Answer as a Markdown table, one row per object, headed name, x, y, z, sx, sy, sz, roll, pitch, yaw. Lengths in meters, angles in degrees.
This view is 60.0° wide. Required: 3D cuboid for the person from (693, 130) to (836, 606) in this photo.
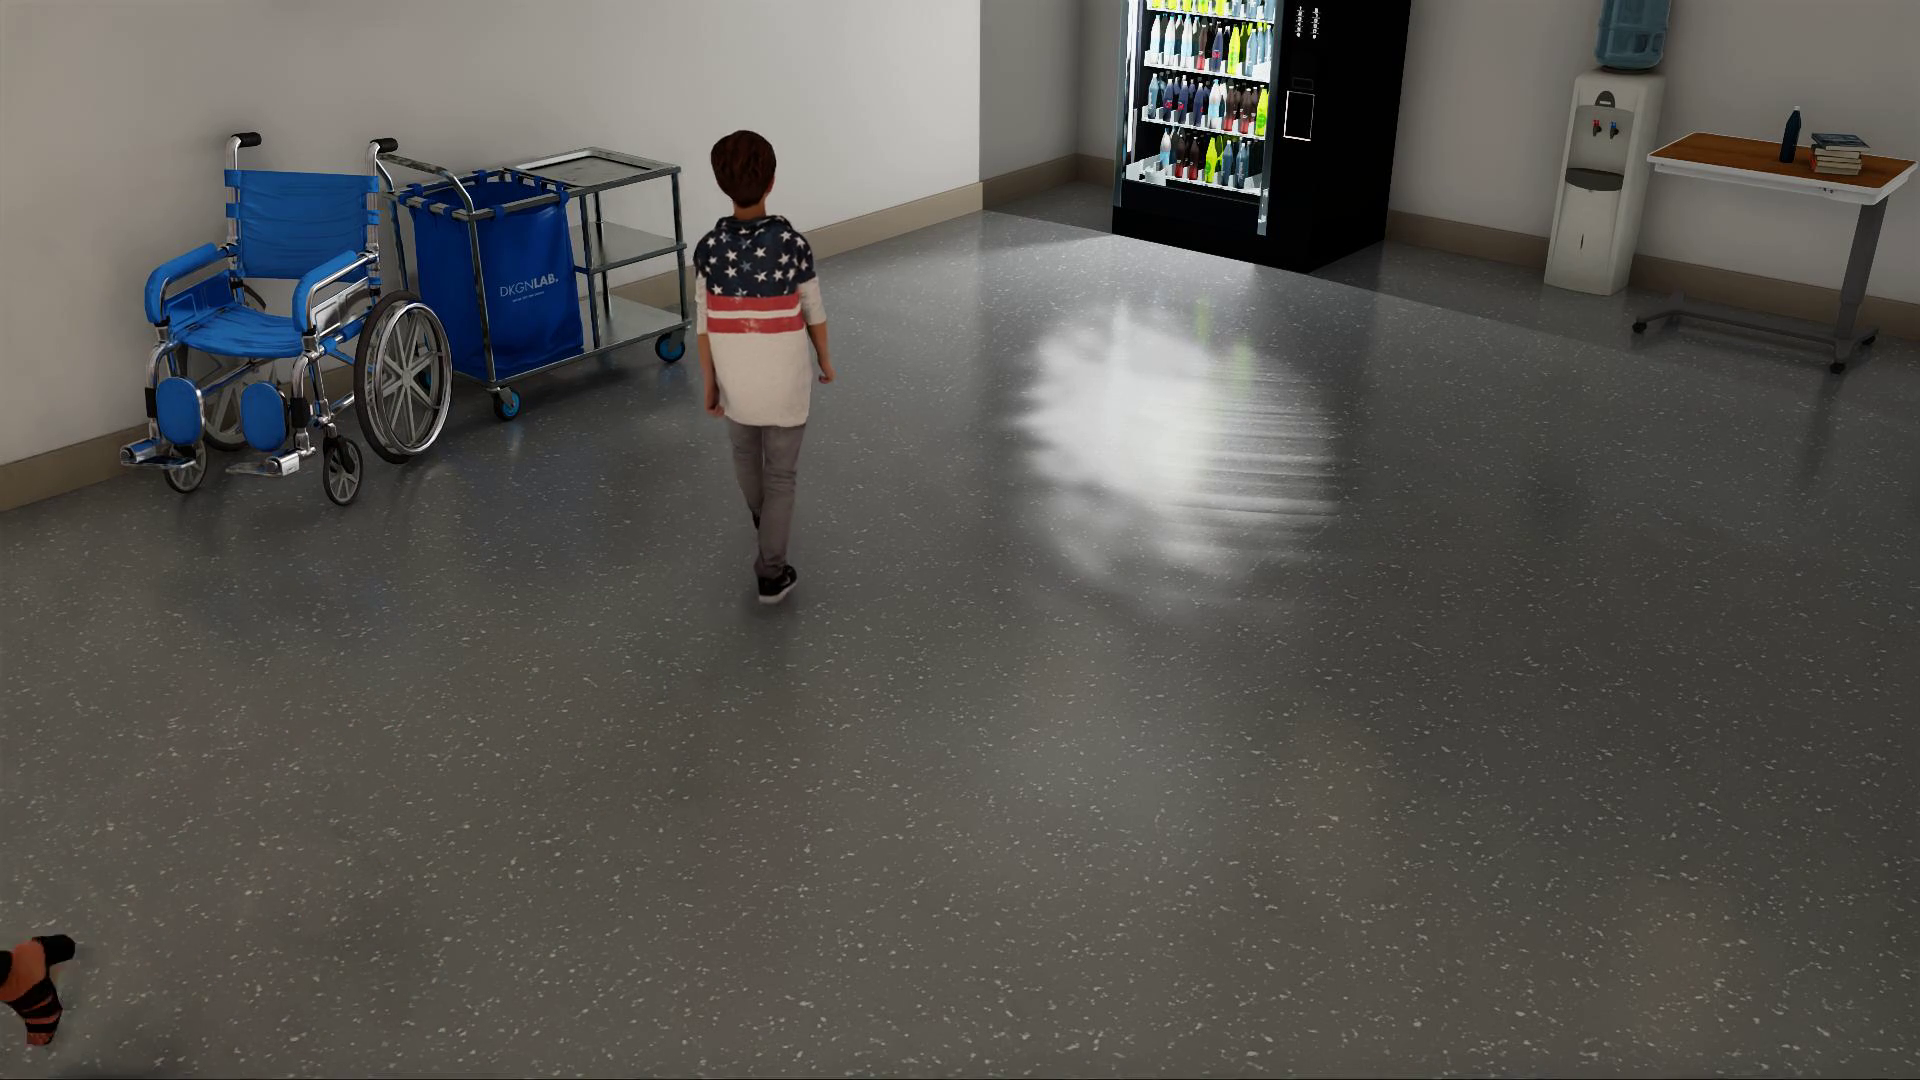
| name | x | y | z | sx | sy | sz | roll | pitch | yaw |
| --- | --- | --- | --- | --- | --- | --- | --- | --- | --- |
| person | -0.607 | -0.487 | 5.056 | 0.969 | 1.400 | 0.918 | 4 | 26 | 7 |
